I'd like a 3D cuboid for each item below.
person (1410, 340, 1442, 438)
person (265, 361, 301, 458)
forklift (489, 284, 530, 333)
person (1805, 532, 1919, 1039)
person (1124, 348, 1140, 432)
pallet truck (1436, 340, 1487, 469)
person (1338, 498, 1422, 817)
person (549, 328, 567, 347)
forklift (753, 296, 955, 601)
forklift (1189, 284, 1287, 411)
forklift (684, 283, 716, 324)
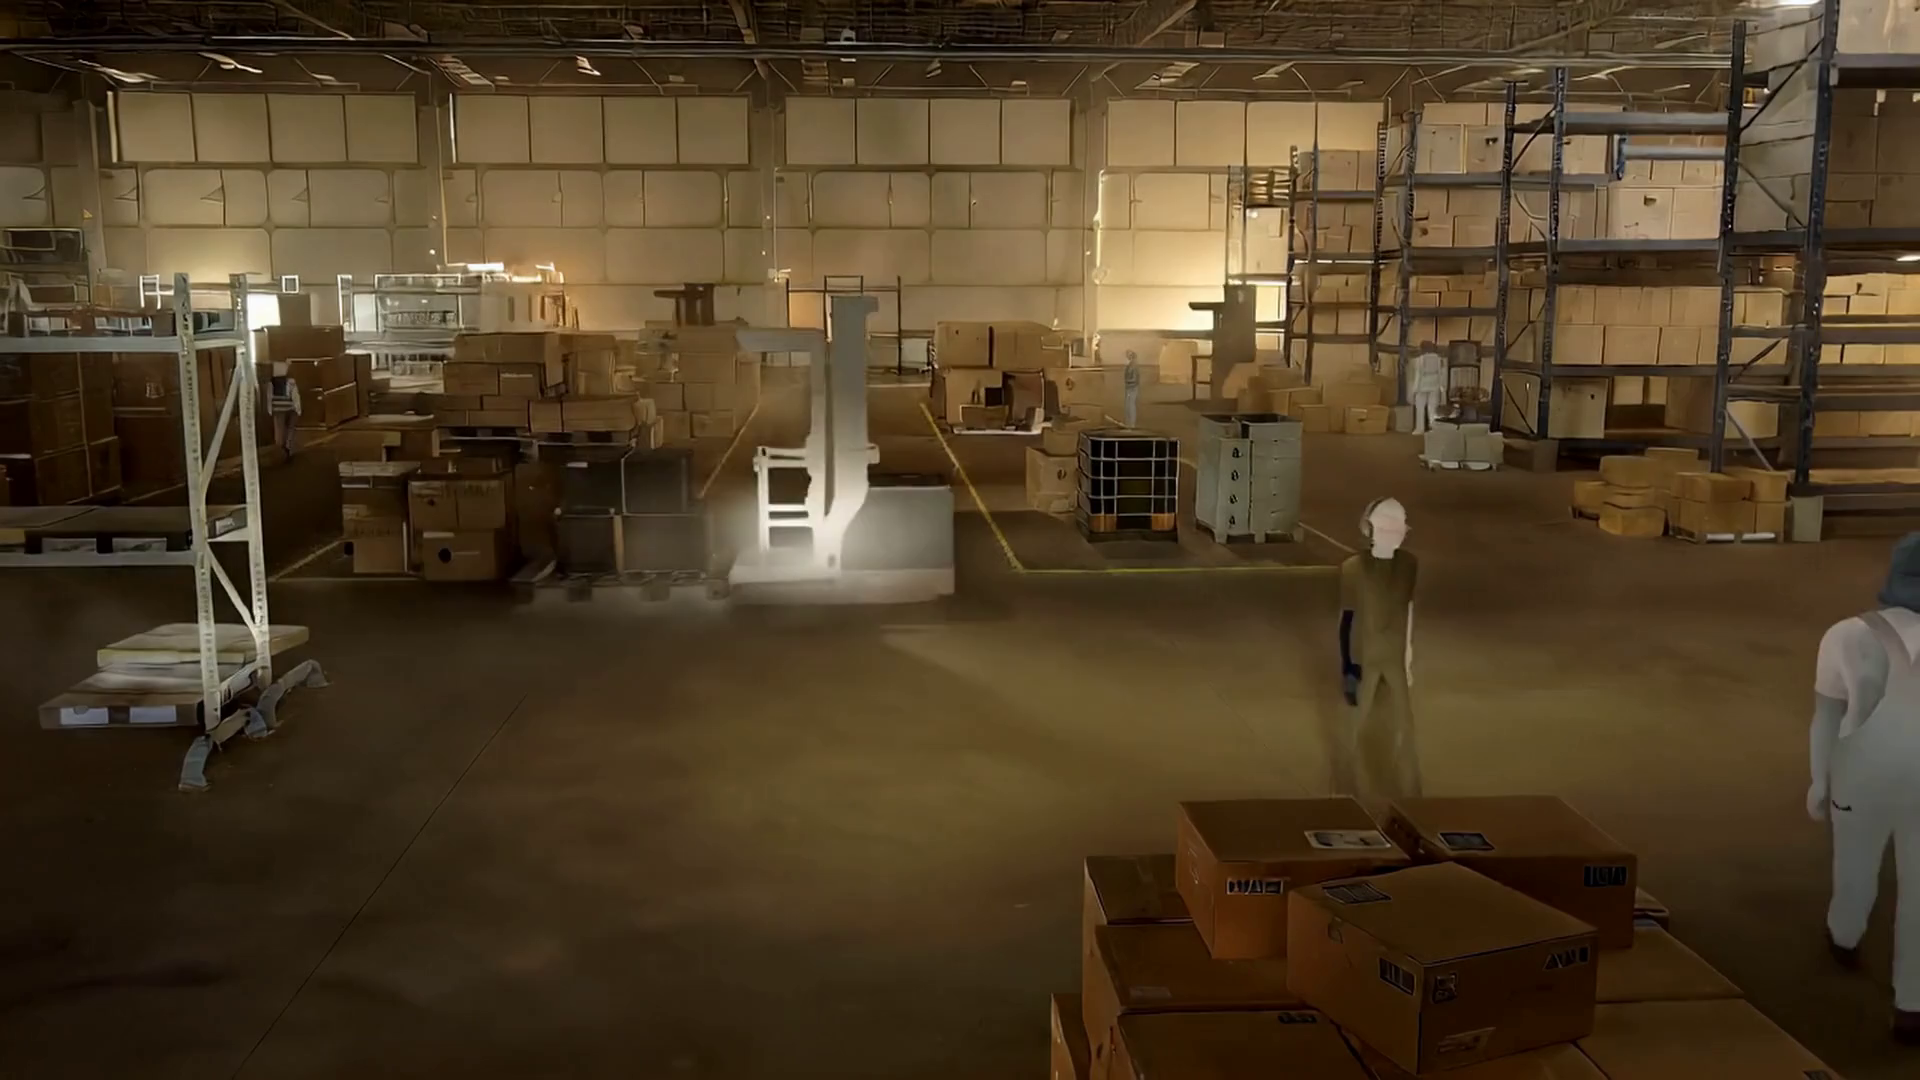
[{"bbox_3d":[8.647,-2.800,30.931,0.648,1.821,0.432,-3,10,-21],"label":"person"},{"bbox_3d":[-11.169,-2.142,27.427,0.534,1.616,0.559,-1,9,-5],"label":"person"},{"bbox_3d":[-9.968,-4.280,36.906,1.129,2.768,1.873,6,11,33],"label":"forklift"},{"bbox_3d":[3.905,0.922,6.872,0.708,2.000,1.035,5,10,28],"label":"person"},{"bbox_3d":[3.285,-2.849,31.828,0.310,1.633,0.528,0,9,-3],"label":"person"},{"bbox_3d":[8.004,-2.170,26.422,0.823,1.965,1.885,2,9,14],"label":"pallet truck"},{"bbox_3d":[2.299,0.697,8.917,0.565,1.828,0.908,-3,10,-19],"label":"person"},{"bbox_3d":[-8.428,-3.442,34.593,0.635,1.937,0.352,1,9,6],"label":"person"},{"bbox_3d":[-1.007,-0.896,15.654,1.873,2.768,1.129,-1,9,-4],"label":"forklift"},{"bbox_3d":[6.178,-4.237,36.633,1.873,2.768,1.129,8,12,40],"label":"forklift"},{"bbox_3d":[-6.539,-5.091,41.995,1.873,2.768,1.129,-9,13,-44],"label":"forklift"}]
